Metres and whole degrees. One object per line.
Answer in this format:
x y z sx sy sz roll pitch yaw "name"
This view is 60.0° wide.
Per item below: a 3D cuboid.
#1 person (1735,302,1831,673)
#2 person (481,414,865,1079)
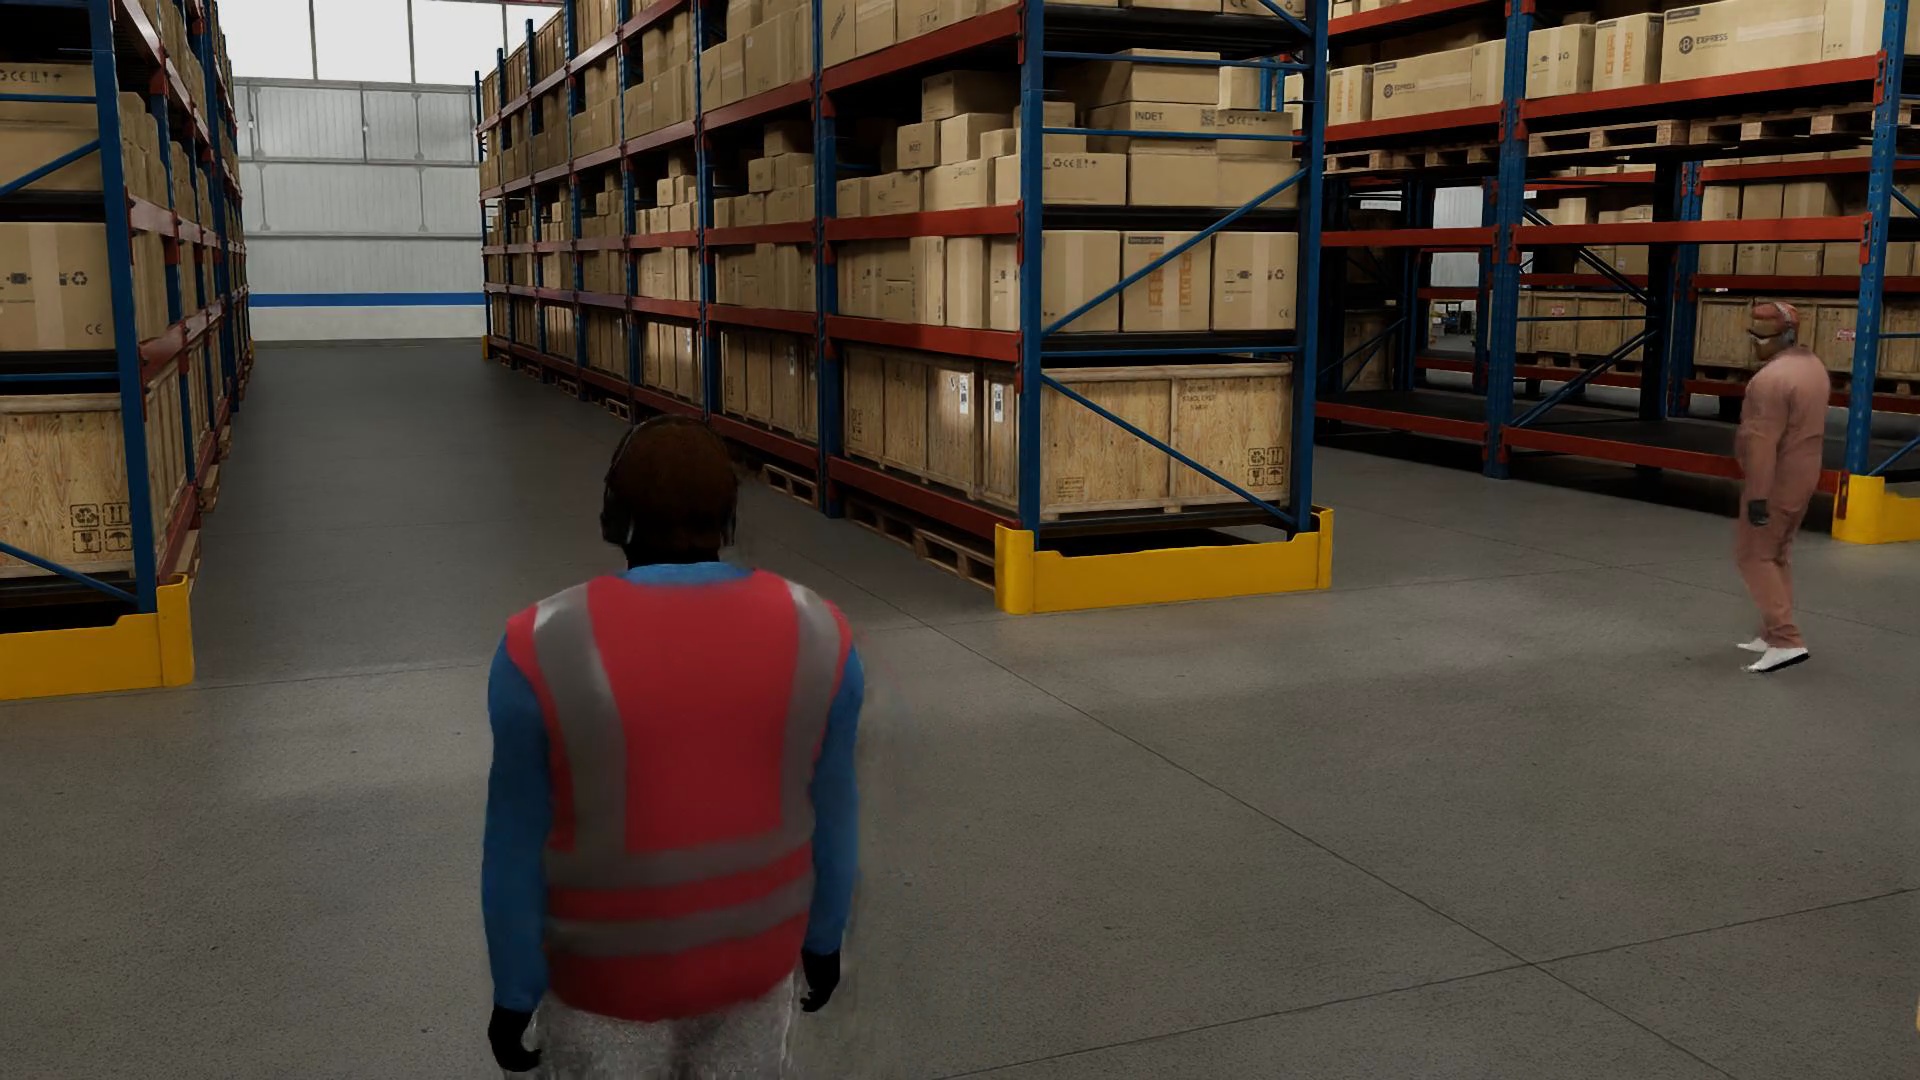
4.236 -0.267 8.574 0.780 1.895 0.467 -8 12 -40 "person"
-0.469 0.701 2.809 0.650 1.828 0.467 -5 11 -27 "person"
